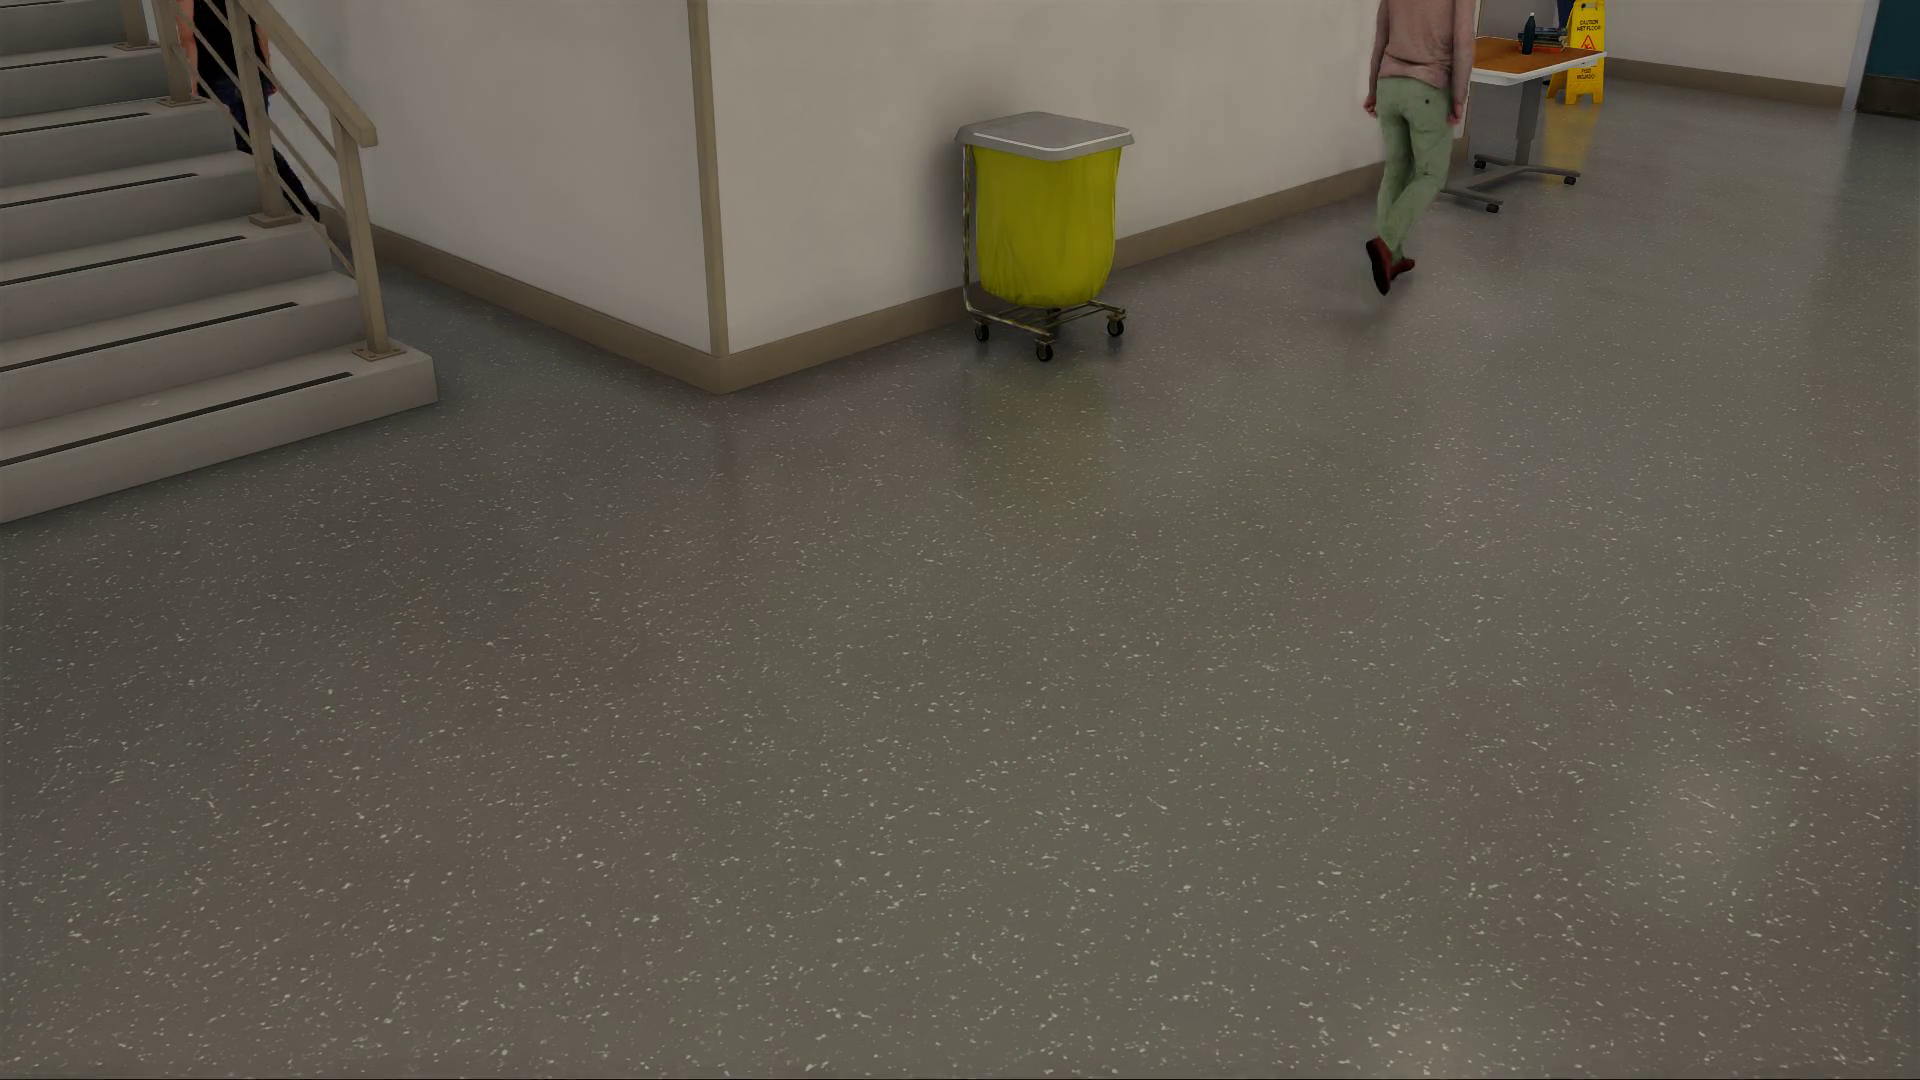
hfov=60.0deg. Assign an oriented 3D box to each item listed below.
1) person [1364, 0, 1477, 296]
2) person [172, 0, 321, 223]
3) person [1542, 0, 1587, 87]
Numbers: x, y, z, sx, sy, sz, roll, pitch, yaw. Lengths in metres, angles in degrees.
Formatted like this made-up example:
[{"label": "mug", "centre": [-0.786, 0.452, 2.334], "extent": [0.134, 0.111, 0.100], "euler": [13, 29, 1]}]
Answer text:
[{"label": "person", "centre": [2.124, -2.075, 7.906], "extent": [0.959, 1.854, 0.773], "euler": [20, 32, 36]}, {"label": "person", "centre": [-3.598, -2.293, 8.347], "extent": [1.007, 1.864, 0.788], "euler": [18, 31, 32]}, {"label": "person", "centre": [4.778, -4.447, 12.893], "extent": [0.588, 1.796, 0.482], "euler": [-23, 34, -39]}]
